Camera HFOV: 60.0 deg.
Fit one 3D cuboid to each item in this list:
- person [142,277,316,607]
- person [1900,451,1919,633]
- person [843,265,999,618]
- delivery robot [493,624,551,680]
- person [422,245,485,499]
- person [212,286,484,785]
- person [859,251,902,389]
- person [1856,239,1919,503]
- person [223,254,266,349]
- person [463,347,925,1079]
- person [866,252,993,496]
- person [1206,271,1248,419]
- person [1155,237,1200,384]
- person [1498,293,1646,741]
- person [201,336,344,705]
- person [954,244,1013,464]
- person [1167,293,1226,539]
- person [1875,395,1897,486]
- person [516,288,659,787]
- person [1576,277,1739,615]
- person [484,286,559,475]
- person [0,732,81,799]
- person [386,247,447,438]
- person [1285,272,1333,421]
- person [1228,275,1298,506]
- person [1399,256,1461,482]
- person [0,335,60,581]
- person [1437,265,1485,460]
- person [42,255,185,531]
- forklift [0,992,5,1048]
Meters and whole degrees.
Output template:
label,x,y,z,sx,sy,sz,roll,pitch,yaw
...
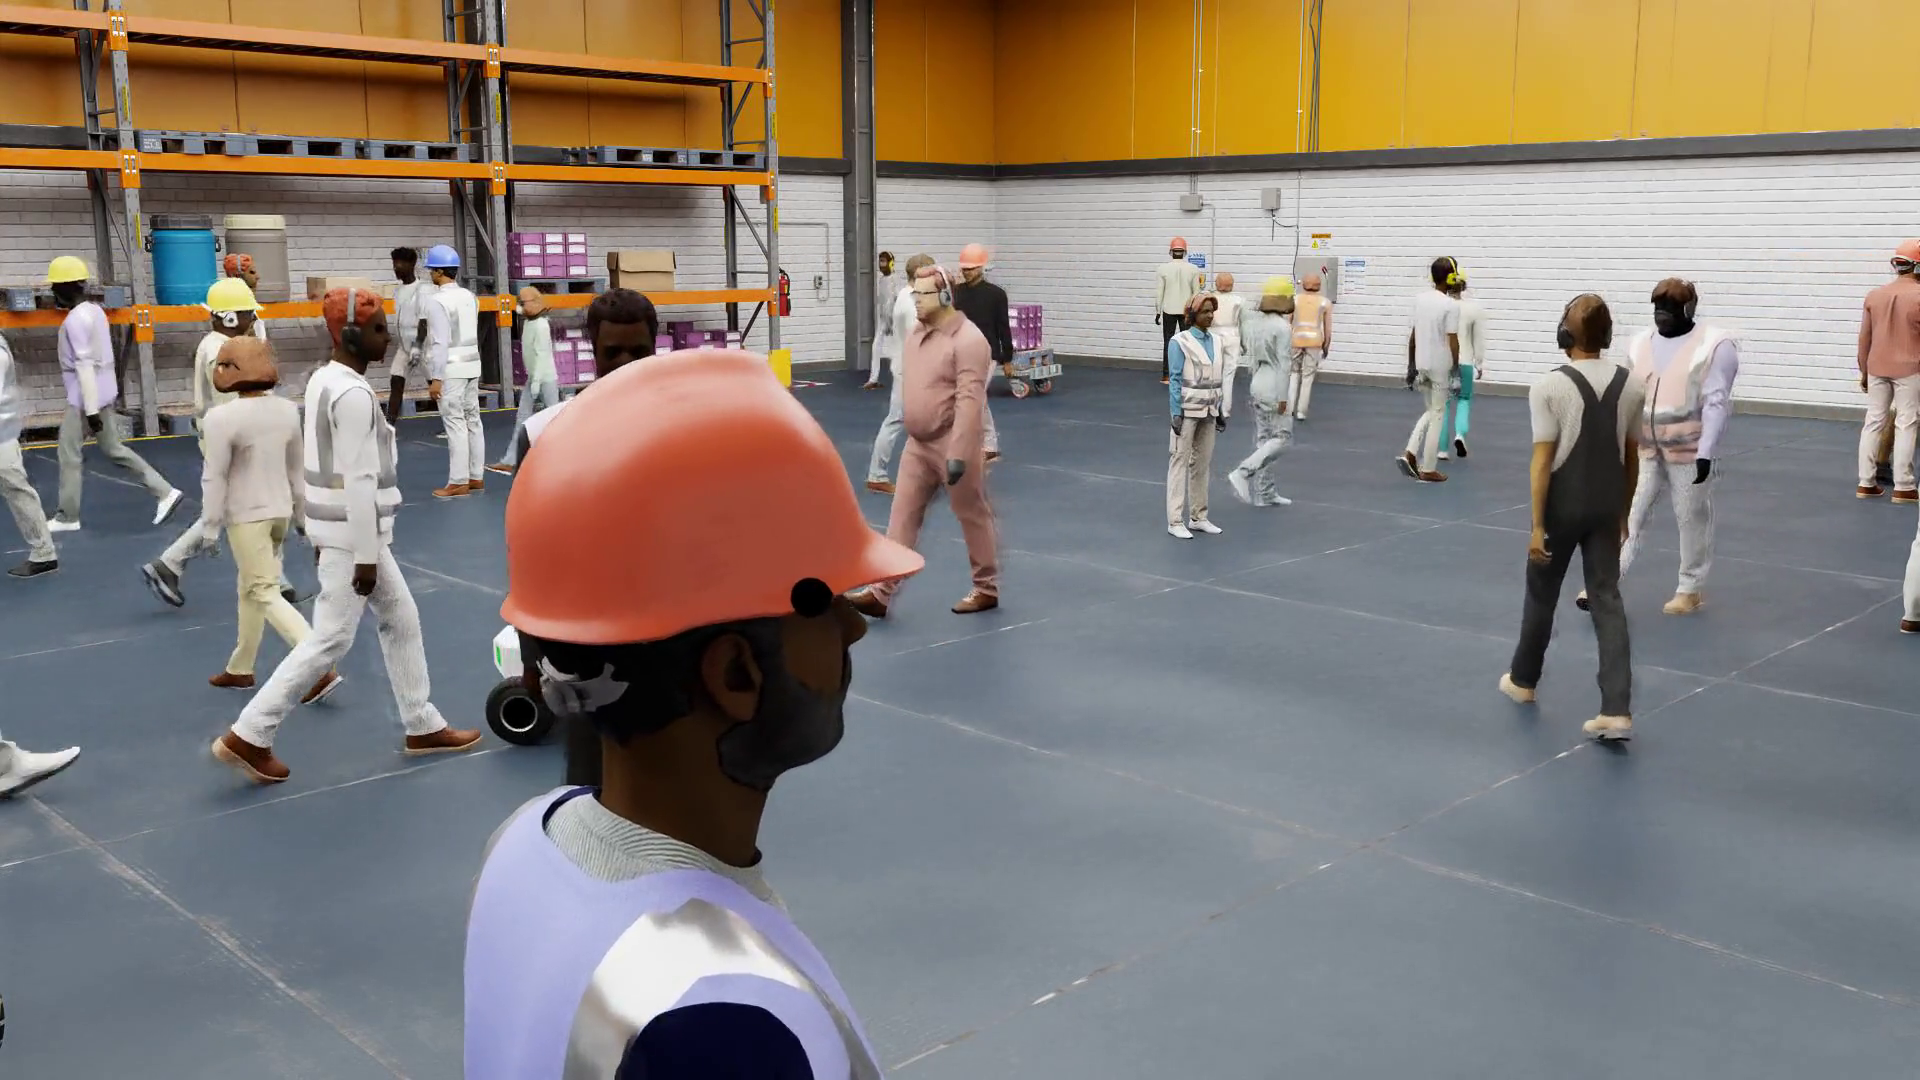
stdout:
label,x,y,z,sx,sy,sz,roll,pitch,yaw
person,-3.979,-0.497,8.915,0.795,1.807,0.602,-6,12,-29
person,4.973,-0.294,8.285,0.280,1.624,0.494,-3,11,-16
person,-0.166,-0.491,8.709,0.976,1.852,0.676,-8,13,-39
delivery robot,-1.517,0.467,6.794,0.707,0.478,0.477,0,10,-1
person,-3.904,-1.286,12.805,0.398,1.949,0.604,2,11,13
person,-2.334,-0.018,6.194,0.957,1.851,0.574,-6,12,-28
person,-0.874,-2.907,22.035,0.966,1.820,0.548,-8,13,-37
person,7.159,-1.285,12.678,0.395,1.994,0.612,-6,12,-28
person,-5.436,-1.226,12.662,0.355,1.883,0.572,-6,12,-30
person,-0.188,0.824,1.323,0.350,1.942,0.542,-6,12,-31
person,-0.264,-1.269,12.878,1.025,1.881,0.658,0,10,1
person,2.918,-2.152,18.411,0.527,1.628,0.363,3,11,14
person,2.963,-3.119,22.677,0.609,1.995,0.378,0,10,0
person,2.553,-0.106,6.814,0.527,1.802,0.987,-1,10,-5
person,-3.017,-0.086,7.213,0.810,1.597,0.508,4,11,21
person,0.076,-1.578,14.427,0.624,1.934,1.020,8,13,38
person,1.590,-0.837,11.198,0.514,1.642,0.310,-9,14,-40
person,7.732,-1.342,13.224,0.832,1.904,0.567,9,13,39
person,-0.953,0.233,4.712,0.602,1.892,0.861,-4,11,-20
person,3.666,-0.458,8.706,0.932,1.799,0.627,-9,14,-41
person,-3.607,-1.312,13.922,0.829,1.590,0.507,-7,12,-32
person,-3.604,0.063,5.632,0.960,1.877,0.603,-5,11,-24
person,-5.394,-1.929,16.417,0.605,1.918,1.008,7,13,35
person,3.791,-2.115,18.208,0.533,1.614,0.457,3,11,18
person,2.248,-1.086,12.310,0.510,1.732,0.488,-4,11,-19
person,3.890,-1.383,13.594,0.396,1.850,0.562,-5,12,-26
person,-5.707,-0.608,9.541,0.623,1.781,0.912,9,14,41
person,4.418,-1.585,14.942,0.543,1.754,0.381,2,11,12
person,-5.902,-0.997,11.402,0.905,1.897,0.603,-2,11,-11
forklift,-3.245,0.323,3.363,2.313,2.155,1.214,2,11,13
